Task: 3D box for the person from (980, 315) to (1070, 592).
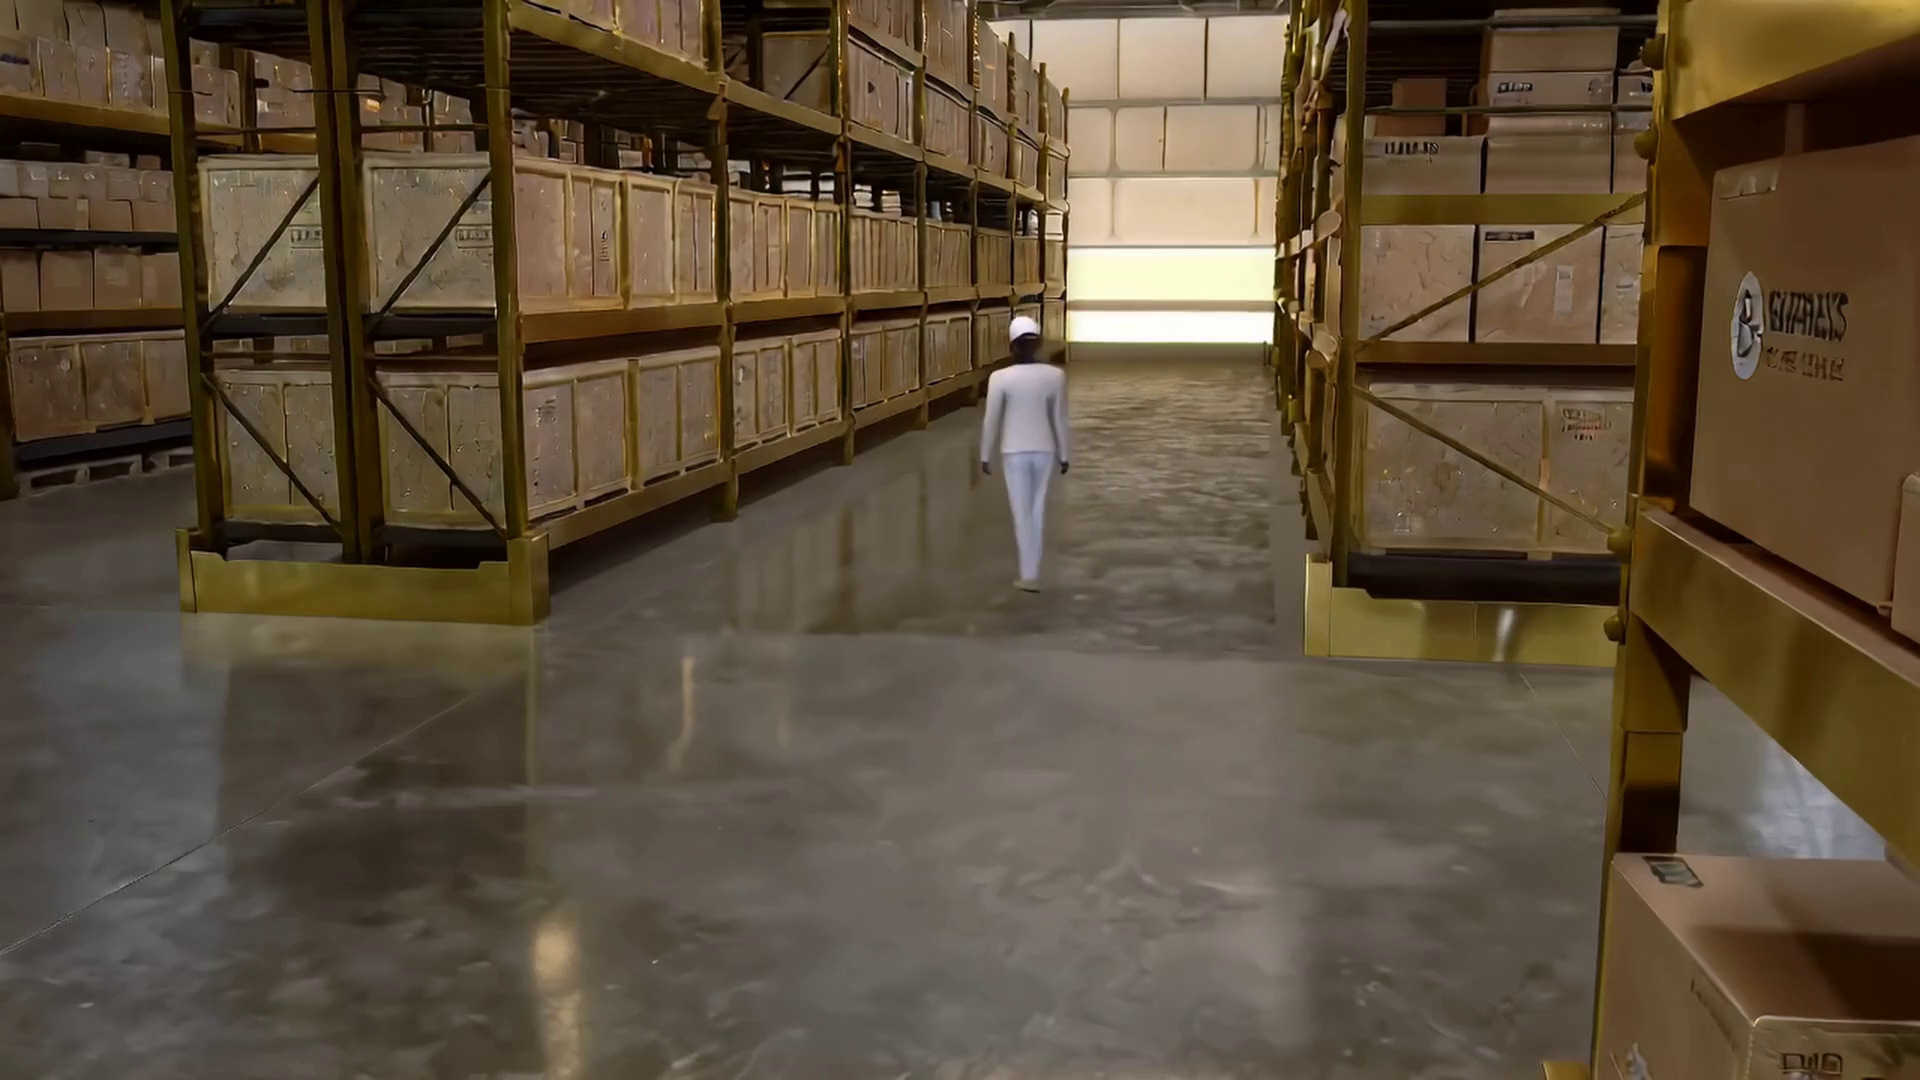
[{"bbox_3d":[0.385,-0.566,10.689,0.553,1.737,0.739,-3,10,-19],"label":"person"}]
